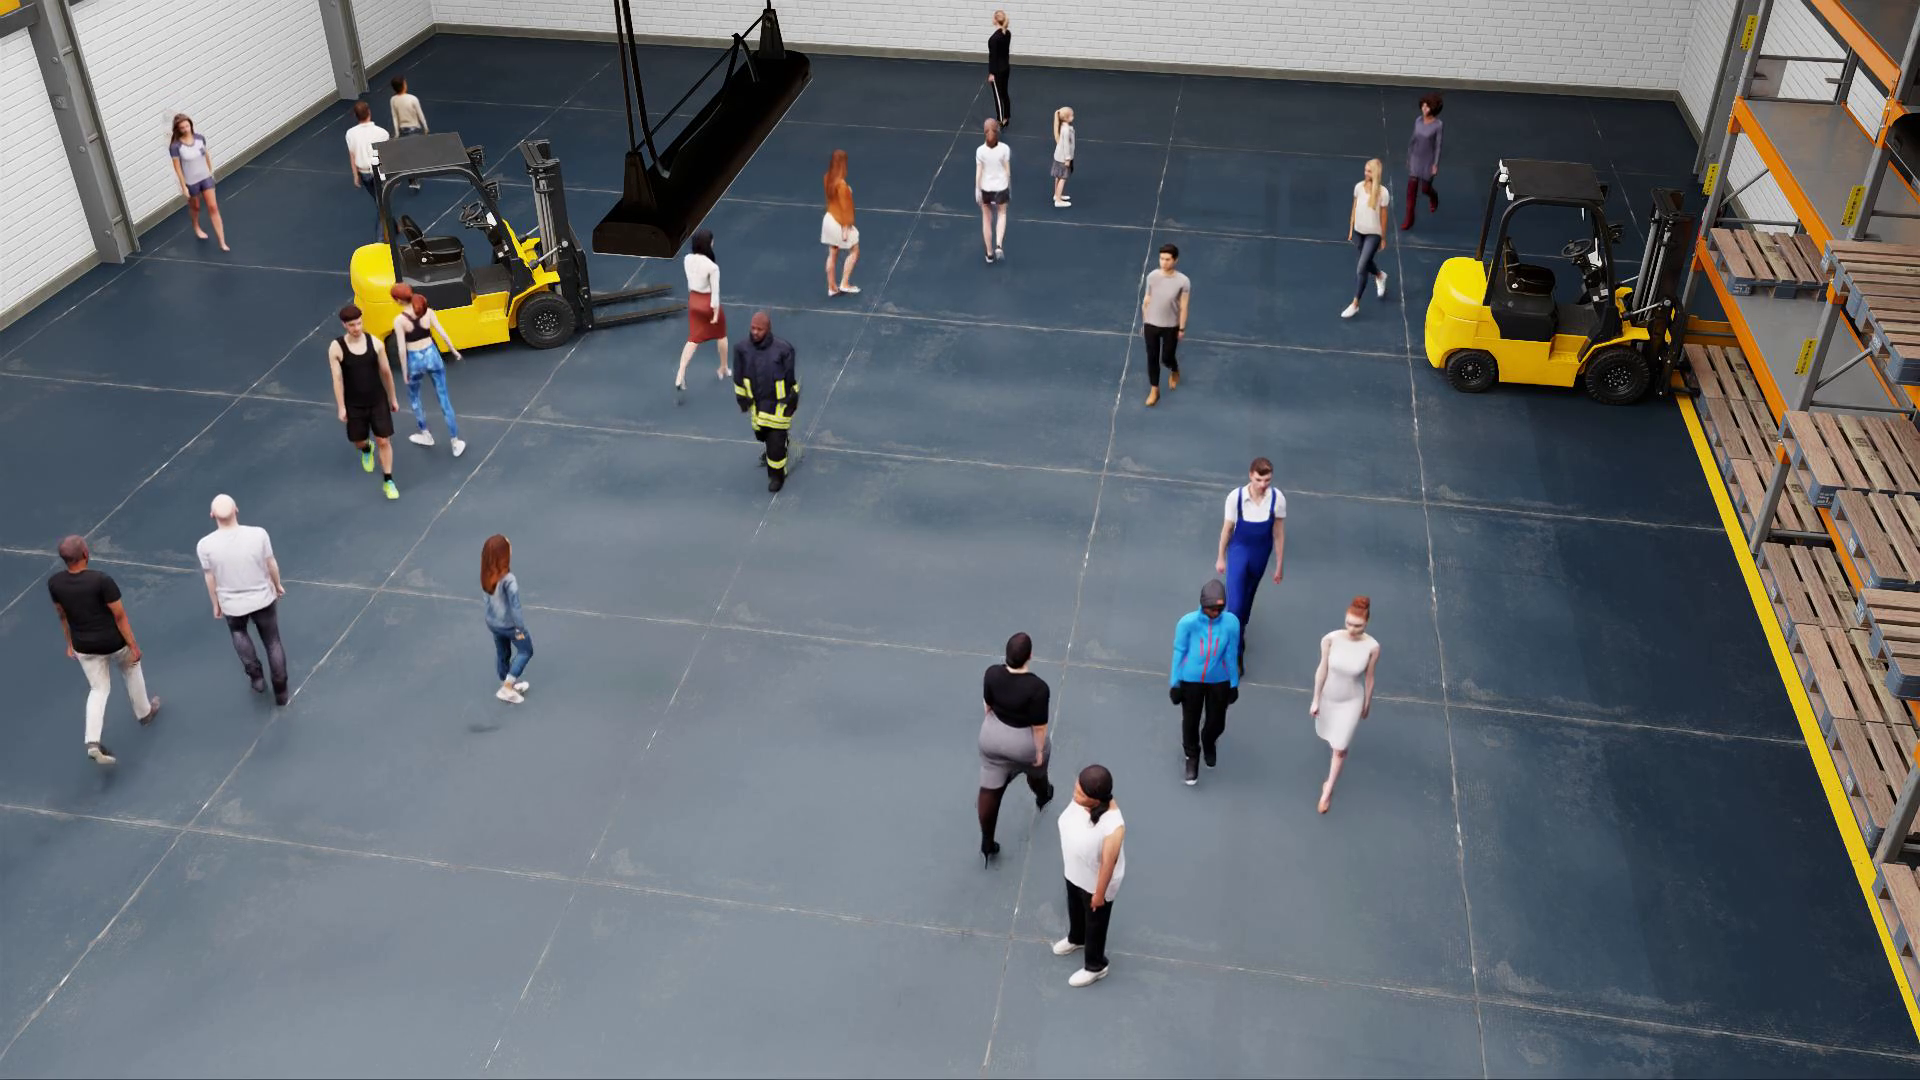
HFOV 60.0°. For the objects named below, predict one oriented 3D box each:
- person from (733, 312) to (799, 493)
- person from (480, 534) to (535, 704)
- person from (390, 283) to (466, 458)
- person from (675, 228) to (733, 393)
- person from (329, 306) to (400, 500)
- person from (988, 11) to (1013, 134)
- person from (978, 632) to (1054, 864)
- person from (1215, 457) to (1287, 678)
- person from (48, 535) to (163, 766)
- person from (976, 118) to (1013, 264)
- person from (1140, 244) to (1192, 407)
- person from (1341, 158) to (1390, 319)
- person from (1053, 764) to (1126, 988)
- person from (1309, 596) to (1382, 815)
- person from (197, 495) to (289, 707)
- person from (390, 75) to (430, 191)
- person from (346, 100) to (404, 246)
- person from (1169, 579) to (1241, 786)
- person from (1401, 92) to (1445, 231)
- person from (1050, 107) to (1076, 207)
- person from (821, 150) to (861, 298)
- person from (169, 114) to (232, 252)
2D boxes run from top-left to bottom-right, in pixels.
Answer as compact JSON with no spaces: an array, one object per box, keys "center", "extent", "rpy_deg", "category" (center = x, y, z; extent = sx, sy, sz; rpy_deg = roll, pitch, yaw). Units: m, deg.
[{"center":[-1.745,-1.370,15.428],"extent":[0.773,1.783,1.023],"rpy_deg":[9,35,13],"category":"person"},{"center":[-3.529,0.651,12.678],"extent":[0.690,1.464,0.740],"rpy_deg":[23,40,30],"category":"person"},{"center":[-5.057,-1.587,15.779],"extent":[0.981,1.758,1.042],"rpy_deg":[-17,37,-23],"category":"person"},{"center":[-2.639,-2.290,16.870],"extent":[0.807,1.721,1.135],"rpy_deg":[16,37,22],"category":"person"},{"center":[-5.460,-1.304,15.243],"extent":[0.999,1.880,1.102],"rpy_deg":[-15,36,-21],"category":"person"},{"center":[0.565,-6.556,23.300],"extent":[0.749,1.706,0.619],"rpy_deg":[21,39,29],"category":"person"},{"center":[0.321,1.451,11.255],"extent":[0.871,1.706,1.171],"rpy_deg":[16,37,22],"category":"person"},{"center":[2.281,0.082,13.203],"extent":[0.795,1.830,1.026],"rpy_deg":[-2,34,-3],"category":"person"},{"center":[-6.298,0.820,12.143],"extent":[0.857,1.773,1.225],"rpy_deg":[-1,34,-2],"category":"person"},{"center":[0.403,-4.046,19.494],"extent":[0.692,1.739,0.783],"rpy_deg":[-4,34,-6],"category":"person"},{"center":[2.067,-2.198,16.742],"extent":[0.727,1.710,0.860],"rpy_deg":[15,37,22],"category":"person"},{"center":[4.596,-3.384,18.468],"extent":[1.180,1.774,1.058],"rpy_deg":[-26,42,-34],"category":"person"},{"center":[0.810,2.041,10.385],"extent":[0.825,1.687,0.718],"rpy_deg":[-11,35,-16],"category":"person"},{"center":[2.695,1.091,11.738],"extent":[0.684,1.771,1.034],"rpy_deg":[11,35,16],"category":"person"},{"center":[-5.376,0.510,12.571],"extent":[0.818,1.816,0.858],"rpy_deg":[-15,36,-21],"category":"person"},{"center":[-7.156,-5.266,21.597],"extent":[0.555,1.443,0.999],"rpy_deg":[4,34,6],"category":"person"},{"center":[-6.954,-4.249,19.727],"extent":[0.779,1.820,1.280],"rpy_deg":[1,34,2],"category":"person"},{"center":[1.747,0.950,11.938],"extent":[0.683,1.783,0.702],"rpy_deg":[2,34,3],"category":"person"},{"center":[5.743,-4.653,20.449],"extent":[0.969,1.695,0.872],"rpy_deg":[-27,42,-34],"category":"person"},{"center":[1.318,-4.902,21.203],"extent":[0.611,1.273,0.513],"rpy_deg":[-2,34,-2],"category":"person"},{"center":[-1.444,-3.530,18.749],"extent":[0.830,1.706,0.769],"rpy_deg":[-21,39,-28],"category":"person"},{"center":[-9.183,-4.307,19.953],"extent":[1.138,1.667,1.135],"rpy_deg":[-26,42,-33],"category":"person"}]
